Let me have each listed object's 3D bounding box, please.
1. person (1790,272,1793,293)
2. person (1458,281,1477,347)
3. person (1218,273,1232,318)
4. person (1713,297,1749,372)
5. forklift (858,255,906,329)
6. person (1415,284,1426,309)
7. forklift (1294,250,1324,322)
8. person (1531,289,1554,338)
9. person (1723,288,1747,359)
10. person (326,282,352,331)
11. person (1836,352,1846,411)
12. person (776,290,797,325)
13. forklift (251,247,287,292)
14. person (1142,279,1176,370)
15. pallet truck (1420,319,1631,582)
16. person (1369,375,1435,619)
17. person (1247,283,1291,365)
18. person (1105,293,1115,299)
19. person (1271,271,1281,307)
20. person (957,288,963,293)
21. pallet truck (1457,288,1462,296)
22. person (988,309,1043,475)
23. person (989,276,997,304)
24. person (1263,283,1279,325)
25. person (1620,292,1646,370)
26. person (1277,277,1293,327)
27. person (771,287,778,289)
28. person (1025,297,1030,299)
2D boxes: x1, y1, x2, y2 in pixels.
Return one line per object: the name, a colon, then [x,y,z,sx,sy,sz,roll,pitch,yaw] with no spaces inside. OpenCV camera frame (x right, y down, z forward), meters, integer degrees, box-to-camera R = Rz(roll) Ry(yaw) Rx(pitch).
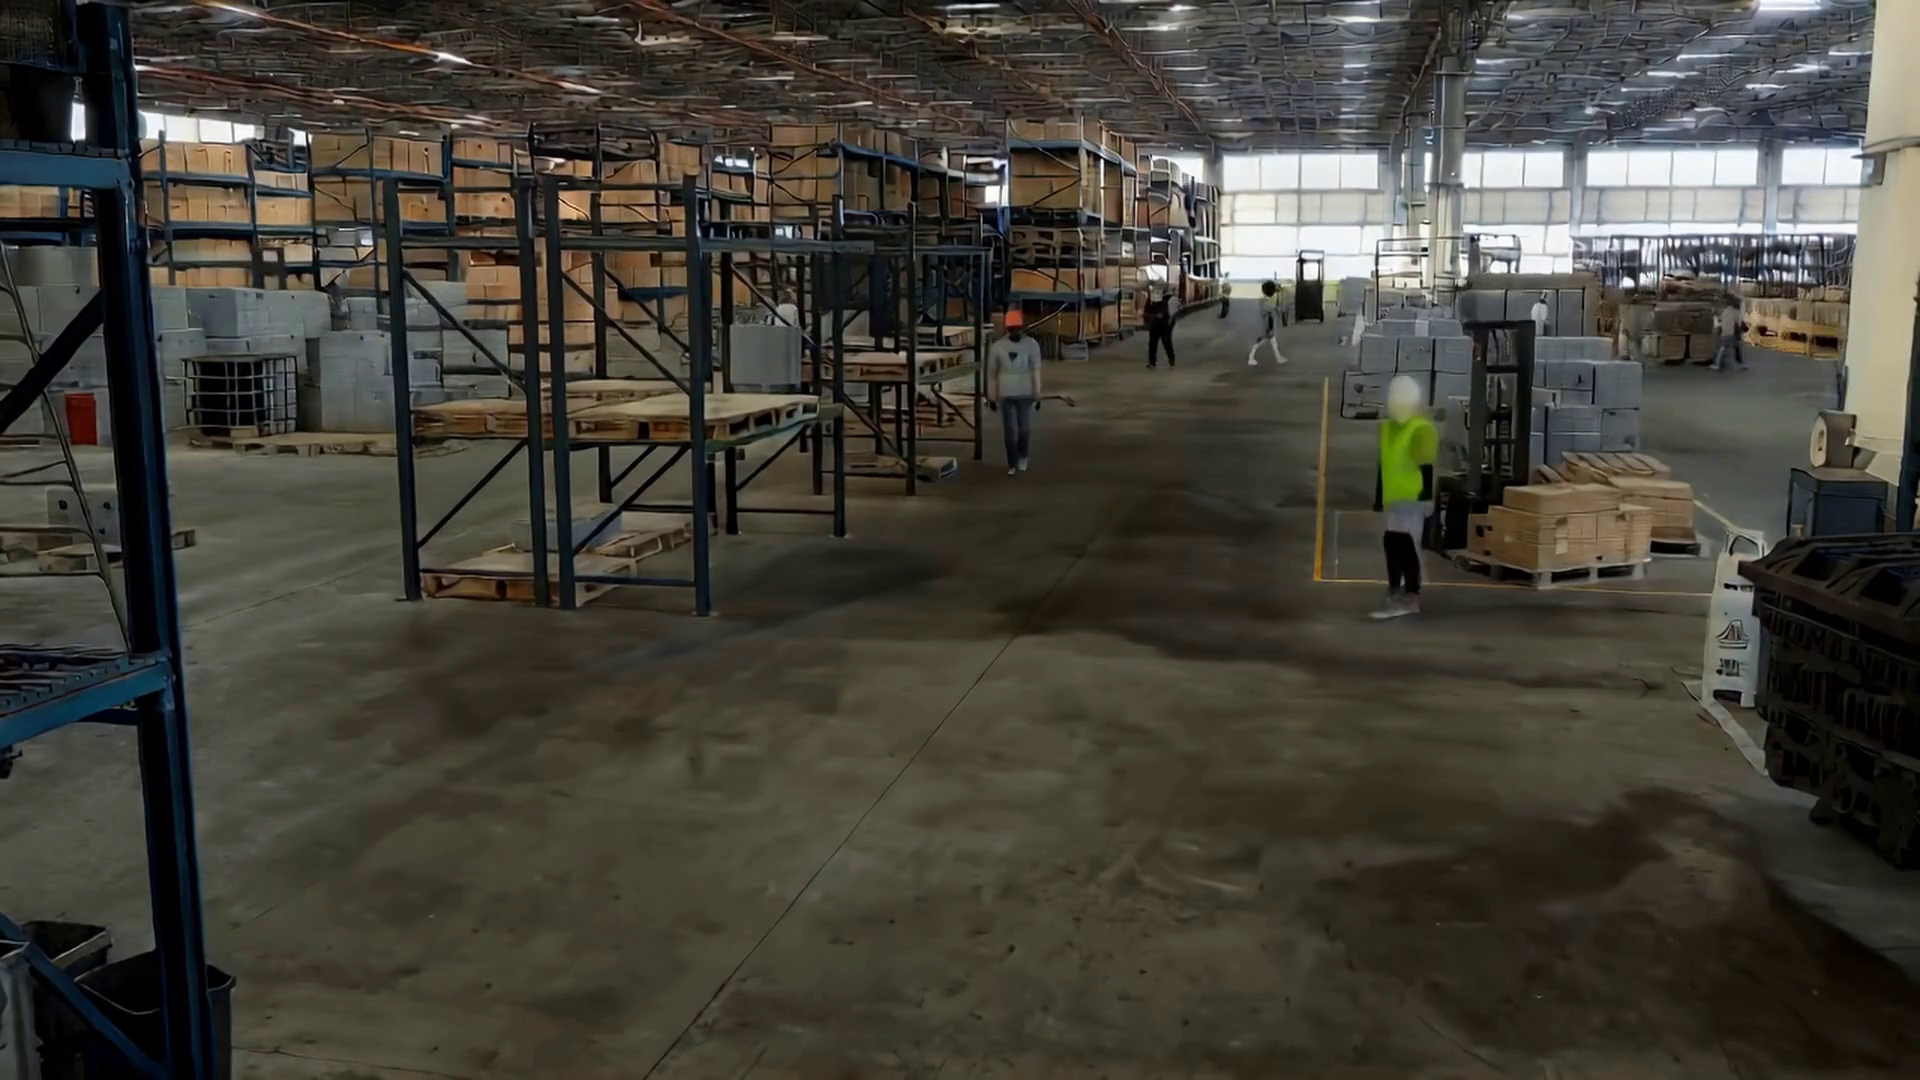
person: [44.070,-13.339,88.279,0.389,1.838,0.563,-4,10,-21]
person: [12.165,-5.213,39.781,0.626,1.970,0.858,-7,12,-35]
person: [11.221,-10.341,70.374,0.545,1.898,0.978,2,10,11]
person: [17.004,-4.522,36.636,0.903,1.634,0.563,-3,10,-20]
forklift: [-1.844,-5.331,37.777,1.129,2.768,1.873,2,10,12]
person: [15.949,-8.053,57.580,0.285,1.632,0.499,-5,11,-26]
forklift: [13.778,-10.002,65.433,1.129,2.768,1.873,2,10,12]
person: [12.175,-4.304,34.744,0.580,1.847,0.518,-1,10,-6]
person: [19.239,-5.372,41.326,0.544,1.751,0.485,3,10,20]
person: [-15.346,-5.407,41.106,0.601,1.910,0.390,-6,11,-33]
person: [10.814,-1.780,19.971,0.979,1.787,0.528,8,12,39]
person: [-3.497,-4.214,34.250,0.583,1.827,0.990,0,10,-2]
forklift: [-19.921,-7.086,48.168,1.129,2.768,1.873,2,10,12]
person: [4.471,-4.838,37.336,0.714,2.000,0.535,4,10,21]
pallet truck: [4.543,-0.757,13.299,0.823,1.965,1.885,-4,10,-22]
person: [2.983,-0.294,11.476,0.603,1.675,0.562,-2,10,-13]
person: [7.198,-5.021,38.813,1.042,1.904,0.625,1,10,8]
person: [7.373,-12.270,82.080,0.652,1.794,0.617,5,11,29]
person: [16.437,-13.099,86.774,0.614,1.885,1.021,-8,13,-40]
person: [0.031,-8.929,62.822,0.714,1.604,0.534,-7,12,-37]
pallet truck: [20.506,-9.785,68.819,0.653,1.274,1.630,2,10,12]
person: [0.622,-1.687,19.049,0.625,1.906,0.510,2,10,11]
person: [1.695,-13.207,87.216,0.561,1.927,0.446,0,10,3]
person: [10.455,-7.803,55.953,0.548,1.679,0.383,1,10,5]
person: [15.025,-4.675,37.283,0.888,1.716,0.546,9,13,42]
person: [11.792,-8.630,60.456,0.597,1.816,0.421,1,10,6]
person: [-7.414,-9.590,66.207,0.899,1.778,0.681,9,13,43]
person: [2.748,-9.310,64.861,0.553,1.675,0.366,5,11,26]
